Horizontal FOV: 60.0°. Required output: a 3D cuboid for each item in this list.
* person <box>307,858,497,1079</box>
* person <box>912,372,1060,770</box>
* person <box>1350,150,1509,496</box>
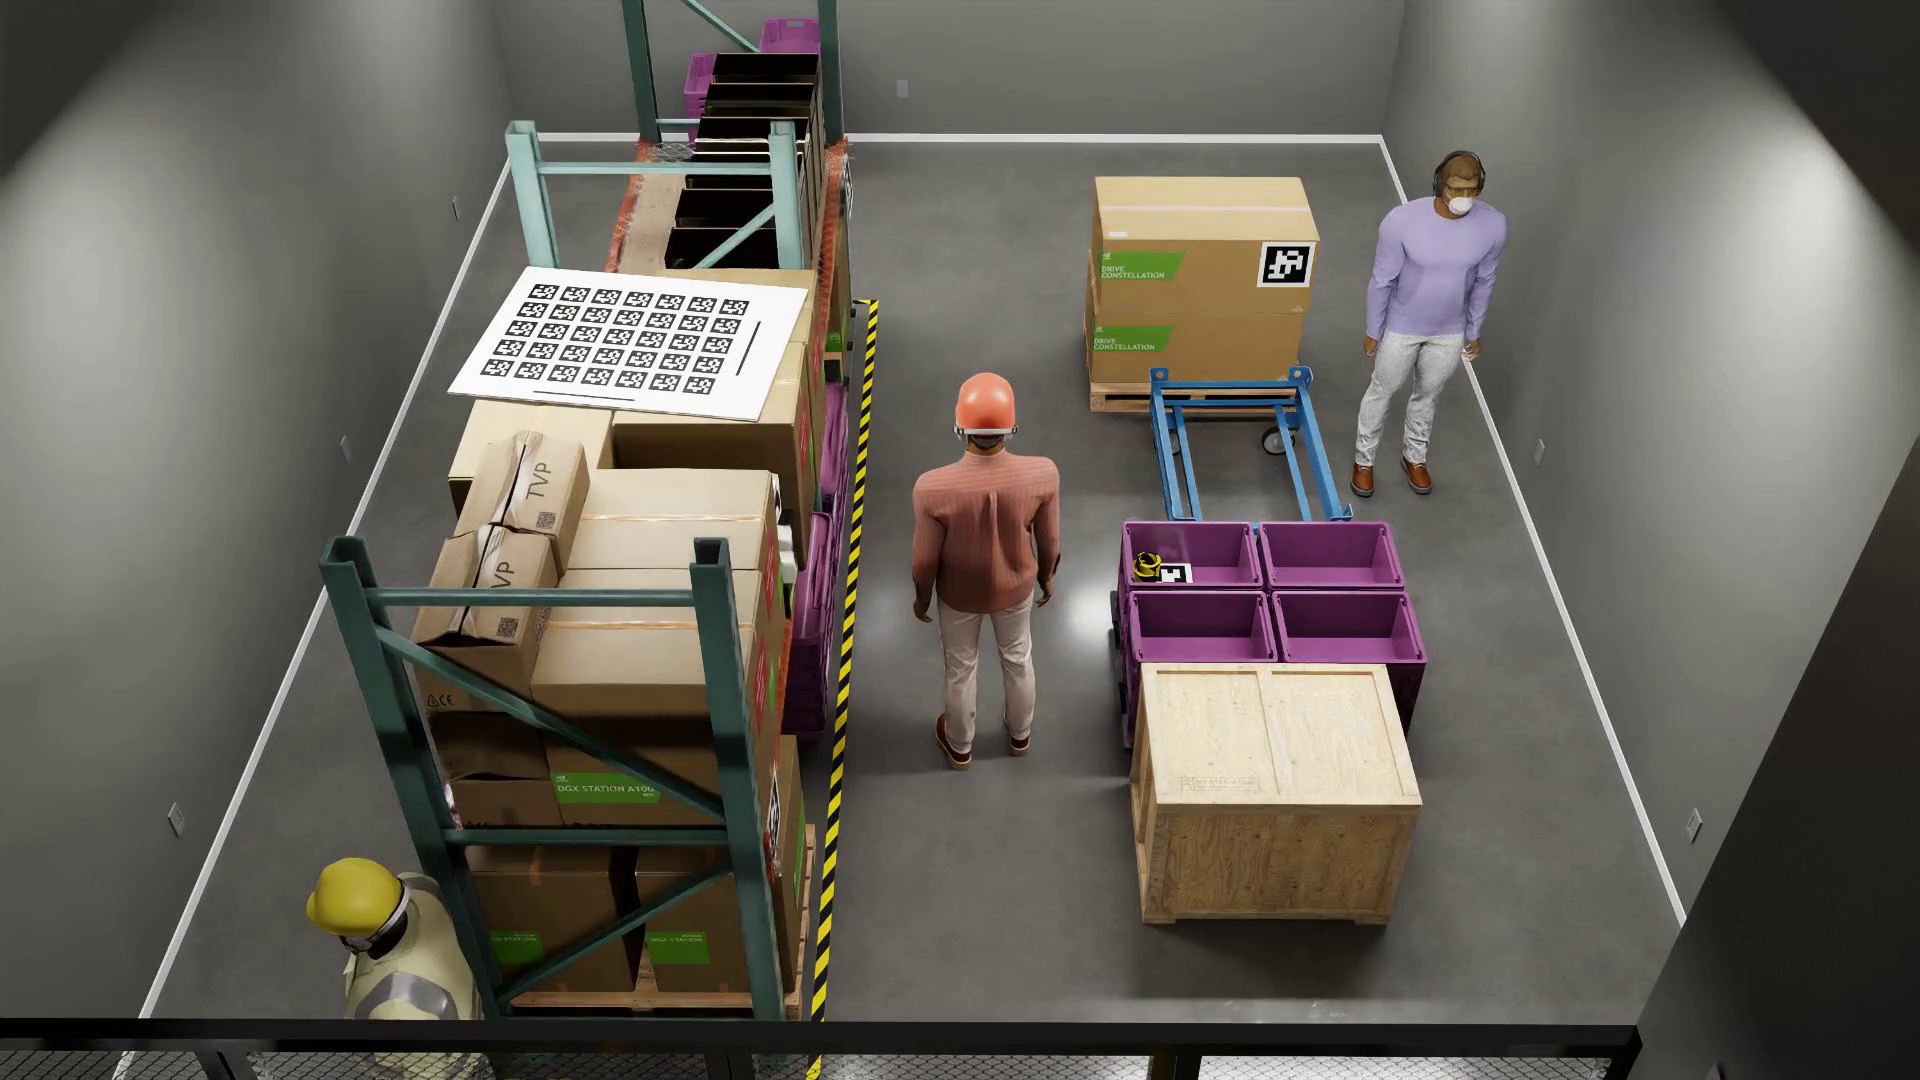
[{"bbox_3d":[-1.722,1.624,5.343,0.403,1.828,0.597,-8,42,-8],"label":"person"},{"bbox_3d":[0.098,0.152,6.898,0.622,1.992,0.373,-9,42,-10],"label":"person"},{"bbox_3d":[2.326,-1.062,8.325,0.628,1.940,0.373,-1,41,-2],"label":"person"}]
